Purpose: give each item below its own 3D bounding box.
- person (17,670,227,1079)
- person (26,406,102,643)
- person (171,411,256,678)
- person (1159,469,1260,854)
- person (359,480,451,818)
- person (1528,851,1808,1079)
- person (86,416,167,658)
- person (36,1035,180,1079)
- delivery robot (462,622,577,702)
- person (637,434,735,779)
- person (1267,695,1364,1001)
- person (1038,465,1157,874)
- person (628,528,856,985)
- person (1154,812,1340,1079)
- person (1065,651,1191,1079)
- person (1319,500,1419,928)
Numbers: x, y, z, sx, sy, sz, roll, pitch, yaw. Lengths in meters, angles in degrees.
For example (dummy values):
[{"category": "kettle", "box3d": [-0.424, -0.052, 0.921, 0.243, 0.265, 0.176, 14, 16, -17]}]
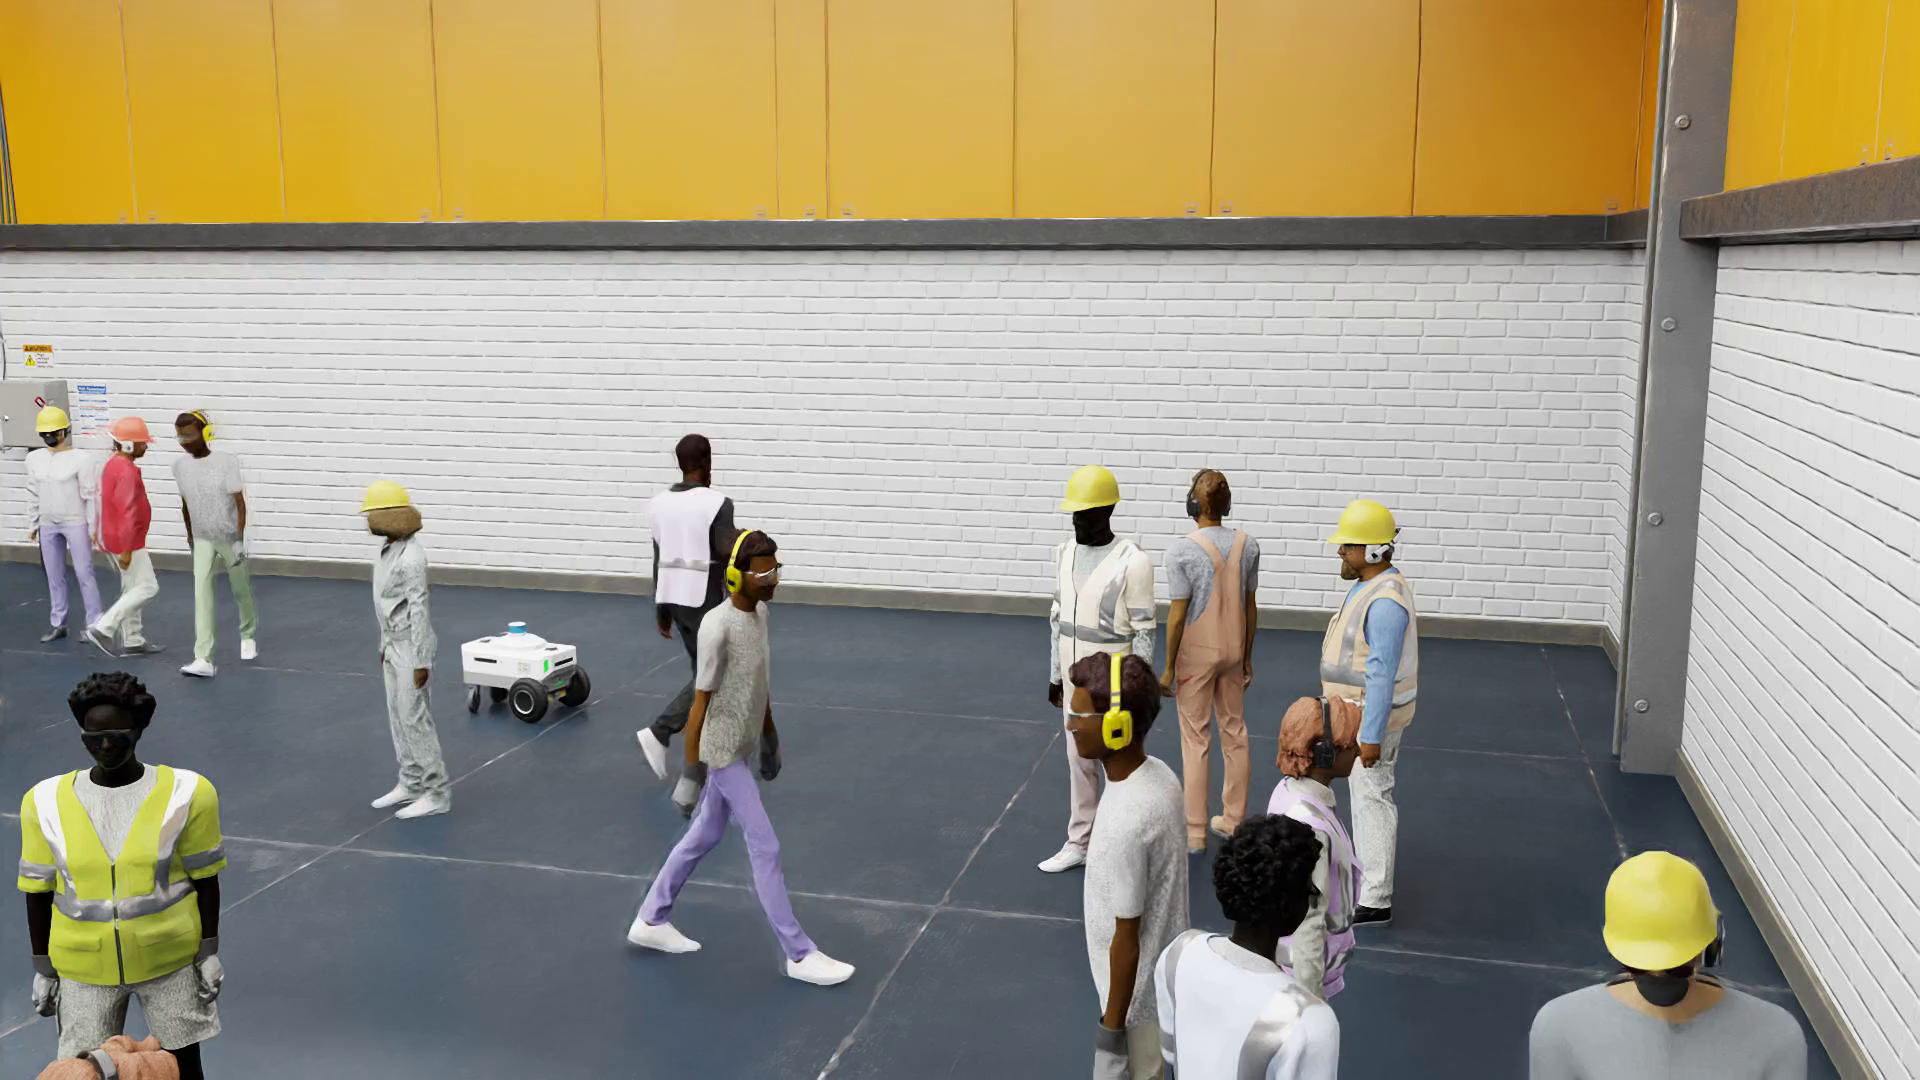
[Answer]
[{"category": "person", "box3d": [-2.360, 1.198, 4.728, 0.535, 1.699, 0.318, -3, 10, -18]}, {"category": "person", "box3d": [-6.601, -0.106, 12.241, 0.528, 1.761, 0.339, 1, 10, 5]}, {"category": "person", "box3d": [-5.127, 0.012, 11.419, 0.524, 1.798, 1.024, -1, 10, -5]}, {"category": "person", "box3d": [1.183, 0.579, 7.941, 0.505, 1.845, 0.346, -4, 11, -24]}, {"category": "person", "box3d": [-2.823, 0.553, 8.421, 0.321, 1.732, 0.508, -6, 12, -33]}, {"category": "person", "box3d": [1.403, 1.422, 3.379, 0.518, 1.711, 0.925, 1, 10, 5]}, {"category": "person", "box3d": [-5.887, -0.008, 11.721, 0.494, 1.731, 0.590, -7, 12, -36]}, {"category": "person", "box3d": [-1.320, 1.583, 2.635, 0.522, 1.638, 0.310, 6, 12, 33]}, {"category": "delivery robot", "box3d": [-2.761, 0.757, 10.407, 0.707, 0.478, 0.477, 4, 11, 25]}, {"category": "person", "box3d": [-1.503, 0.370, 9.104, 0.654, 1.877, 0.769, 7, 12, 35]}, {"category": "person", "box3d": [0.963, 1.237, 4.701, 0.316, 1.633, 0.515, 1, 10, 8]}, {"category": "person", "box3d": [0.603, 0.617, 7.481, 0.379, 1.923, 0.595, -8, 12, -39]}, {"category": "person", "box3d": [-0.896, 0.835, 6.559, 0.986, 1.815, 0.592, 2, 10, 13]}, {"category": "person", "box3d": [0.605, 1.404, 3.545, 0.319, 1.690, 0.536, -5, 11, -28]}, {"category": "person", "box3d": [0.436, 1.197, 4.282, 0.352, 1.859, 0.508, 3, 10, 15]}, {"category": "person", "box3d": [1.736, 0.733, 7.104, 0.403, 1.824, 0.592, 1, 10, 7]}]
